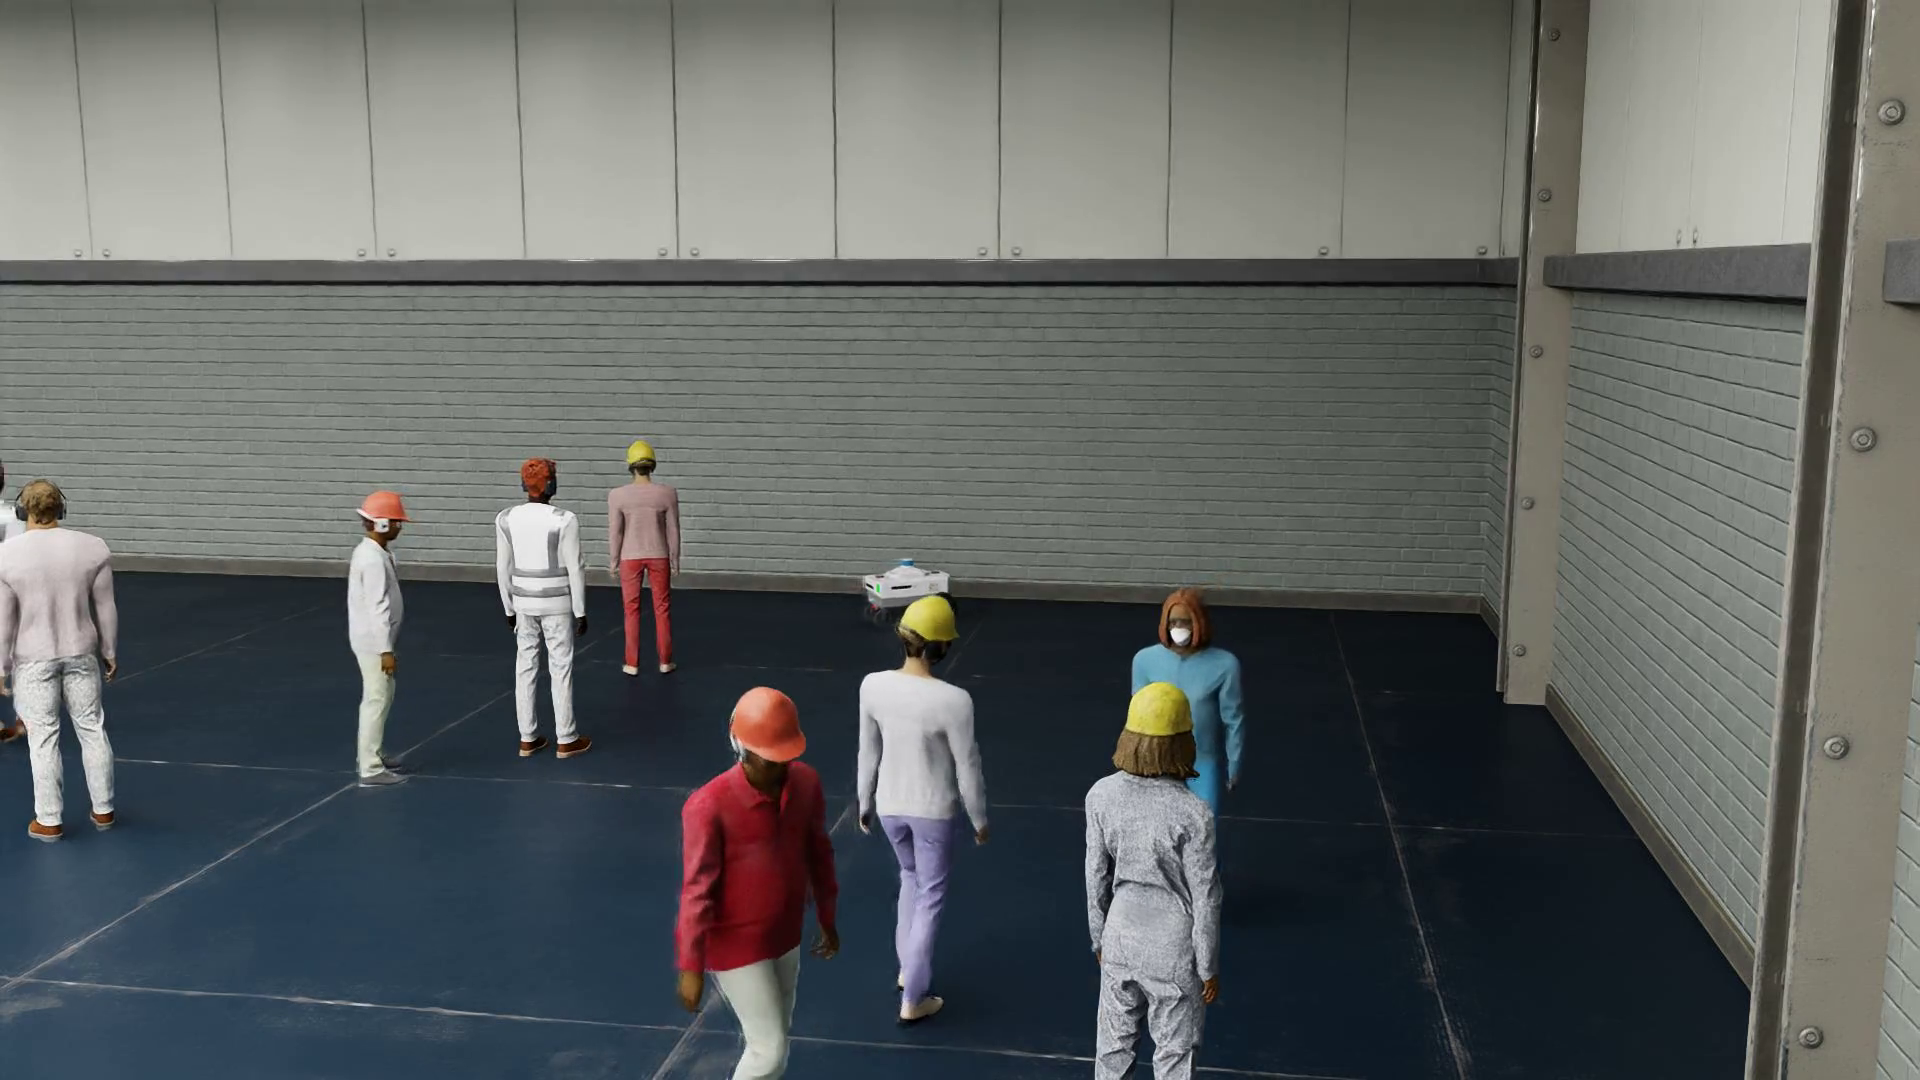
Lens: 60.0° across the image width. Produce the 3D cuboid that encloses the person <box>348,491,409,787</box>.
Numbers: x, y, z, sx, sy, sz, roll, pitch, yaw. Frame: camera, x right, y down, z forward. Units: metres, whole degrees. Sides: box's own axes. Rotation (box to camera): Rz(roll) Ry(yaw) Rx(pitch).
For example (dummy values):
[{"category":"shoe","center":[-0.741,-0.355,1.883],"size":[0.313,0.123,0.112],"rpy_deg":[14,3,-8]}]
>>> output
[{"category":"person","center":[-3.417,0.585,9.803],"size":[0.390,1.741,0.667],"rpy_deg":[-3,10,-19]}]

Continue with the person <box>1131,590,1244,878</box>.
[{"category":"person","center":[1.021,1.018,7.527],"size":[0.506,1.624,0.356],"rpy_deg":[4,10,21]}]

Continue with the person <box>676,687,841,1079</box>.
[{"category":"person","center":[-0.636,1.299,5.449],"size":[0.448,1.717,0.645],"rpy_deg":[7,12,37]}]

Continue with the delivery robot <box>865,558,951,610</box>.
[{"category":"delivery robot","center":[-0.453,0.399,14.317],"size":[0.707,0.478,0.477],"rpy_deg":[-4,10,-23]}]

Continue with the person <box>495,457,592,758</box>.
[{"category":"person","center":[-2.587,0.426,10.359],"size":[0.574,1.883,0.356],"rpy_deg":[2,9,13]}]

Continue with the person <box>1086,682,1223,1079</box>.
[{"category":"person","center":[0.629,1.310,5.337],"size":[0.484,1.743,0.298],"rpy_deg":[7,12,38]}]

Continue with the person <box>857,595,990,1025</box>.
[{"category":"person","center":[-0.114,1.071,6.793],"size":[0.552,1.740,0.604],"rpy_deg":[5,11,31]}]

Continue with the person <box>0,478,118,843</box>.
[{"category":"person","center":[-4.827,0.637,8.879],"size":[0.633,1.938,0.356],"rpy_deg":[-9,13,-43]}]

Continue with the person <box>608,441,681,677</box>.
[{"category":"person","center":[-2.364,0.147,12.458],"size":[0.552,1.763,0.324],"rpy_deg":[-3,10,-17]}]
